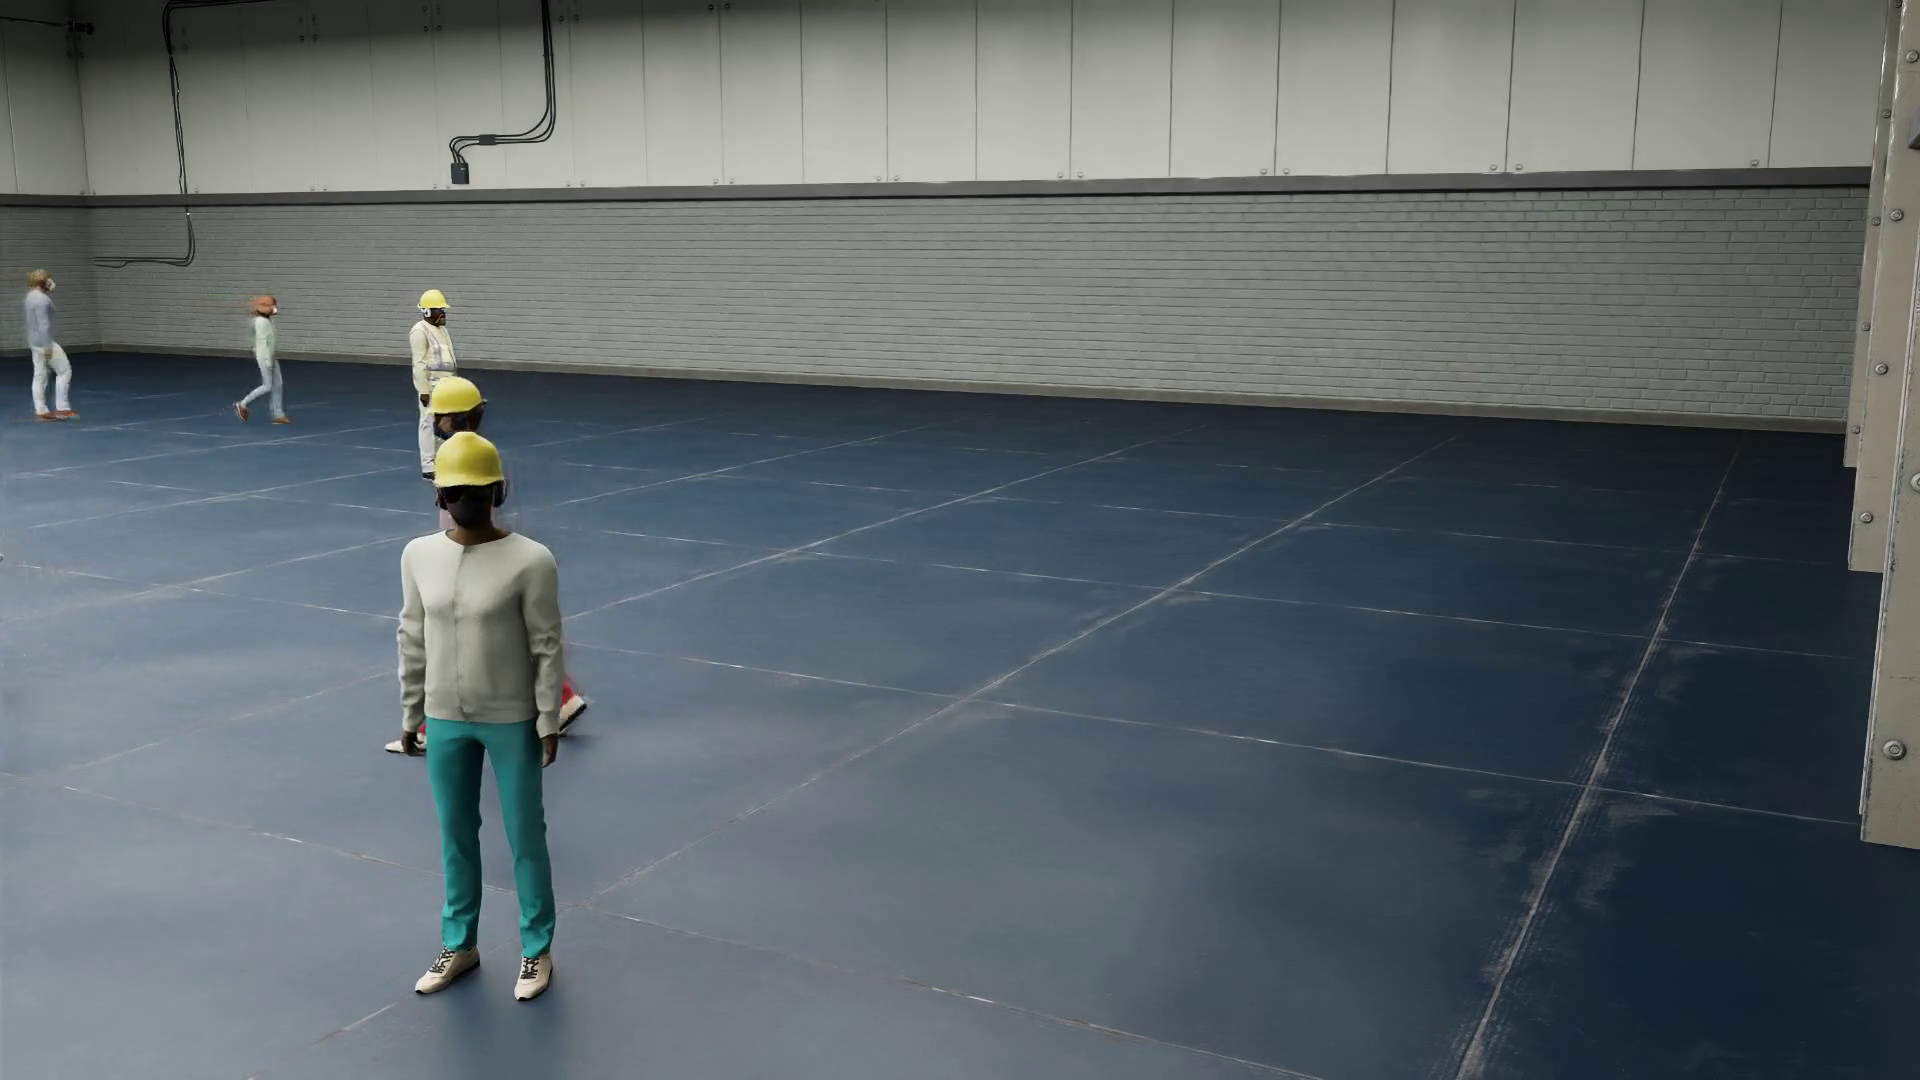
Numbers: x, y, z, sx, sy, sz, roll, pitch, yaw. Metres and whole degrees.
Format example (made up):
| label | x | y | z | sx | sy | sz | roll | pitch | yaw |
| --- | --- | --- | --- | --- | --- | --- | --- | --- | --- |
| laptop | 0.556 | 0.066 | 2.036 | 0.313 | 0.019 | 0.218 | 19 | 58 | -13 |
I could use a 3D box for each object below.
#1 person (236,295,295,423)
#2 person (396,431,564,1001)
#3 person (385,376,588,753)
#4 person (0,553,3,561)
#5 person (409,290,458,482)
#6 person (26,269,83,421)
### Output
| label | x | y | z | sx | sy | sz | roll | pitch | yaw |
| --- | --- | --- | --- | --- | --- | --- | --- | --- | --- |
| person | -8.679 | -2.237 | 20.695 | 0.582 | 1.613 | 0.502 | 0 | 10 | -2 |
| person | -1.478 | 0.545 | 5.119 | 0.533 | 1.769 | 0.309 | 2 | 11 | 9 |
| person | -2.175 | 0.108 | 7.607 | 0.870 | 1.727 | 0.535 | -2 | 11 | -10 |
| person | -7.122 | -0.624 | 11.747 | 0.531 | 1.666 | 0.641 | 2 | 11 | 13 |
| person | -5.036 | -1.482 | 15.990 | 0.404 | 1.834 | 0.591 | 1 | 10 | 7 |
| person | -11.488 | -2.466 | 21.107 | 0.668 | 1.921 | 0.655 | -9 | 14 | -39 |
